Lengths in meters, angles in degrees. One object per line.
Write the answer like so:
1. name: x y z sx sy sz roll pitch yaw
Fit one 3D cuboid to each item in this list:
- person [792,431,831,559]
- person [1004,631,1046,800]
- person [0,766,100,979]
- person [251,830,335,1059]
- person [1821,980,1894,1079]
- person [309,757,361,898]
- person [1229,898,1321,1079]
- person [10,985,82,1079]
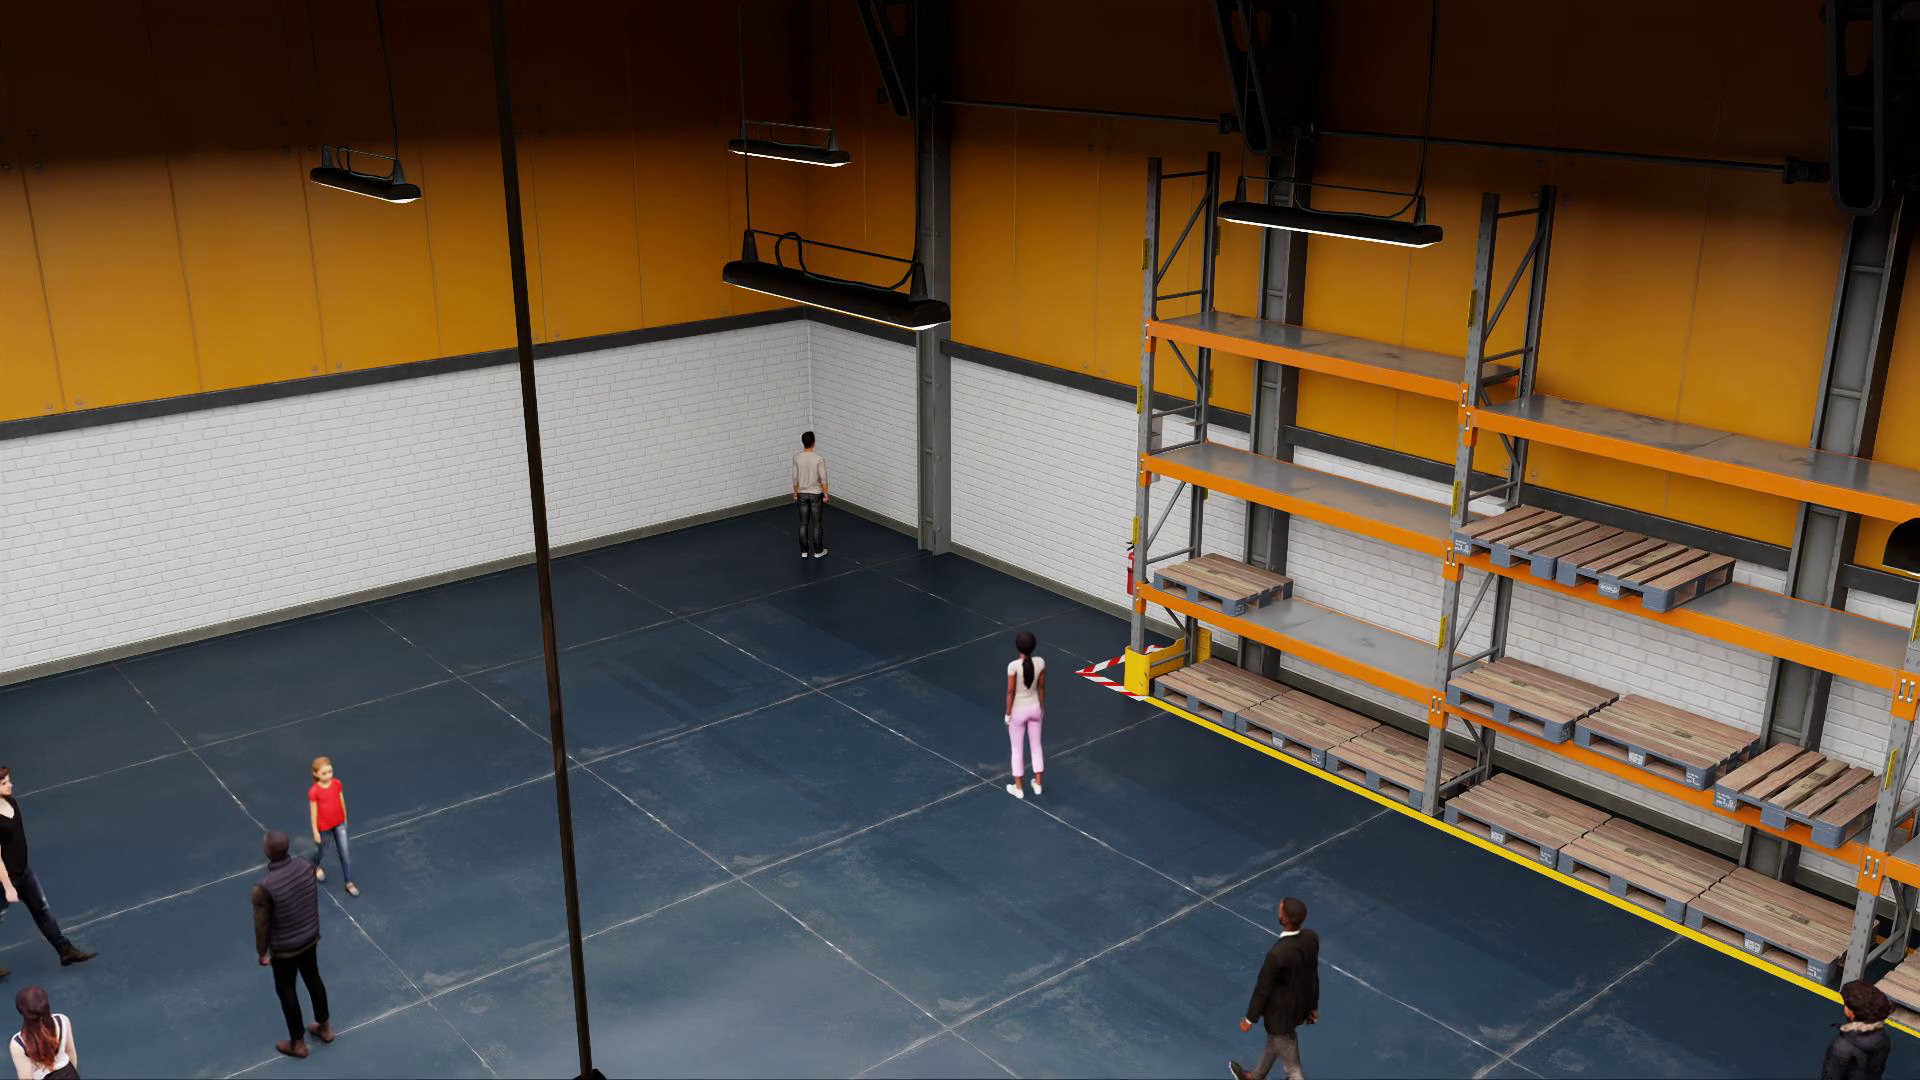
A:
1. person: -2.108 -0.644 23.341 0.702 1.811 0.796 4 19 11
2. person: 0.646 1.711 16.455 0.635 1.742 0.594 -8 20 -23
3. person: -7.743 2.701 13.349 1.227 1.849 1.263 -1 19 -3
4. person: -5.004 3.004 12.473 0.688 1.834 0.755 11 21 29
5. person: 5.728 3.657 10.637 0.675 1.768 0.759 -11 22 -30
6. person: -5.643 2.511 14.782 0.900 1.294 0.555 17 25 42
7. person: 2.344 3.348 11.556 0.691 1.768 1.061 -17 25 -41
8. person: -5.944 3.633 10.894 0.617 1.650 0.619 10 21 27
